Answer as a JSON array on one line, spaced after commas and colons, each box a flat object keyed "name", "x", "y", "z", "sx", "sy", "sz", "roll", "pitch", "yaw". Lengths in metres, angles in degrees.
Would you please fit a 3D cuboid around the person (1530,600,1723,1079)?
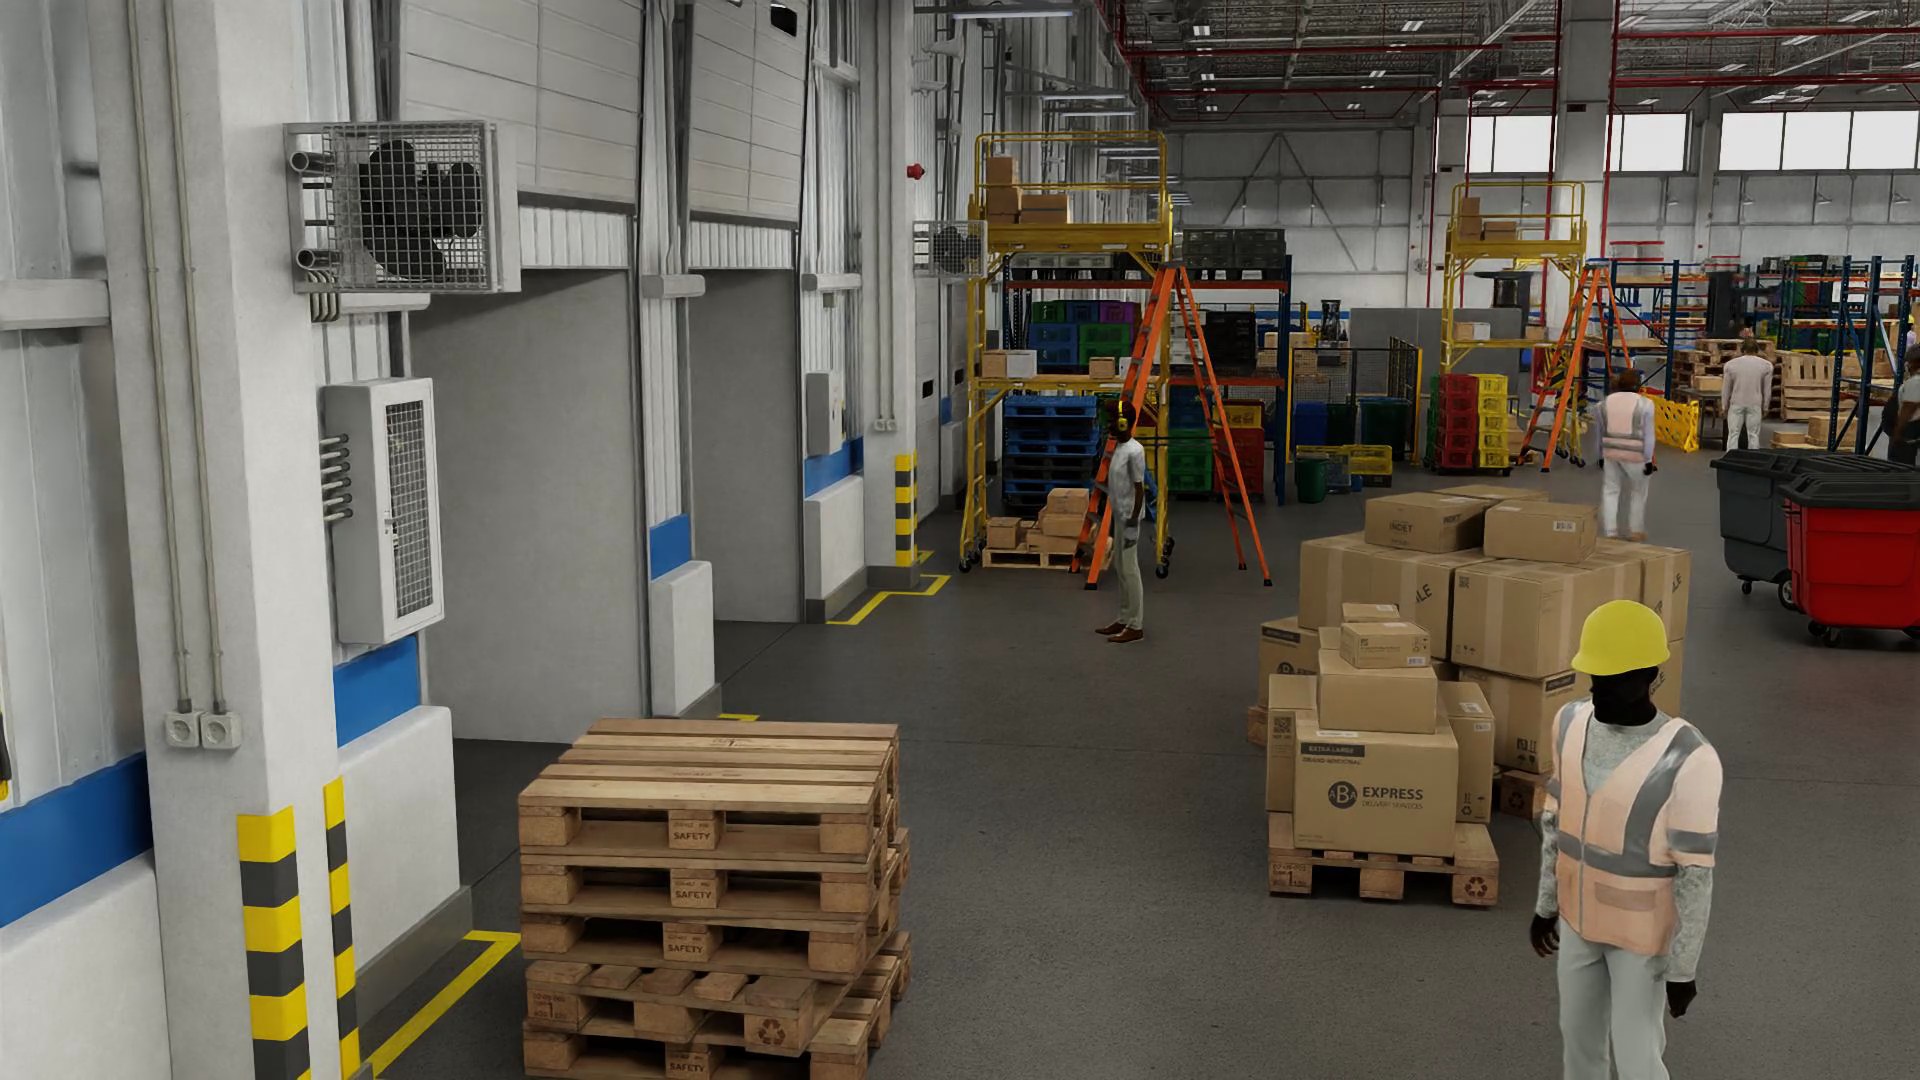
[{"name": "person", "x": 1.910, "y": 1.114, "z": 4.870, "sx": 0.394, "sy": 1.918, "sz": 0.589, "roll": -4, "pitch": 10, "yaw": -23}]

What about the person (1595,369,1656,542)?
[{"name": "person", "x": 6.983, "y": -0.866, "z": 17.354, "sx": 0.728, "sy": 1.818, "sz": 0.661, "roll": -9, "pitch": 13, "yaw": -44}]

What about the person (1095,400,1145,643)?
[{"name": "person", "x": 1.252, "y": -0.140, "z": 12.760, "sx": 0.329, "sy": 1.865, "sz": 0.518, "roll": -2, "pitch": 9, "yaw": -10}]

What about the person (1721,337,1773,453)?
[{"name": "person", "x": 10.903, "y": -1.847, "z": 23.084, "sx": 0.631, "sy": 1.931, "sz": 0.365, "roll": 3, "pitch": 10, "yaw": 20}]

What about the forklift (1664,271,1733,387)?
[{"name": "forklift", "x": 17.600, "y": -4.861, "z": 38.747, "sx": 1.873, "sy": 2.768, "sz": 1.129, "roll": 1, "pitch": 9, "yaw": 9}]

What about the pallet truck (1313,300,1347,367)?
[{"name": "pallet truck", "x": 11.159, "y": -6.200, "z": 49.718, "sx": 0.823, "sy": 1.965, "sz": 1.885, "roll": 4, "pitch": 10, "yaw": 26}]

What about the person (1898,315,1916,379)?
[{"name": "person", "x": 19.587, "y": -3.694, "z": 34.477, "sx": 0.367, "sy": 1.926, "sz": 0.594, "roll": 5, "pitch": 11, "yaw": 29}]

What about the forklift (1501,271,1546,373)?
[{"name": "forklift", "x": 15.207, "y": -5.962, "z": 45.537, "sx": 1.873, "sy": 2.768, "sz": 1.129, "roll": -3, "pitch": 10, "yaw": -17}]

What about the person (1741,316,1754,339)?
[{"name": "person", "x": 19.970, "y": -4.832, "z": 42.211, "sx": 0.317, "sy": 1.696, "sz": 0.538, "roll": 7, "pitch": 12, "yaw": 37}]

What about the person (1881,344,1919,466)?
[{"name": "person", "x": 11.063, "y": -1.302, "z": 19.376, "sx": 0.610, "sy": 2.000, "sz": 0.736, "roll": 7, "pitch": 11, "yaw": 35}]
